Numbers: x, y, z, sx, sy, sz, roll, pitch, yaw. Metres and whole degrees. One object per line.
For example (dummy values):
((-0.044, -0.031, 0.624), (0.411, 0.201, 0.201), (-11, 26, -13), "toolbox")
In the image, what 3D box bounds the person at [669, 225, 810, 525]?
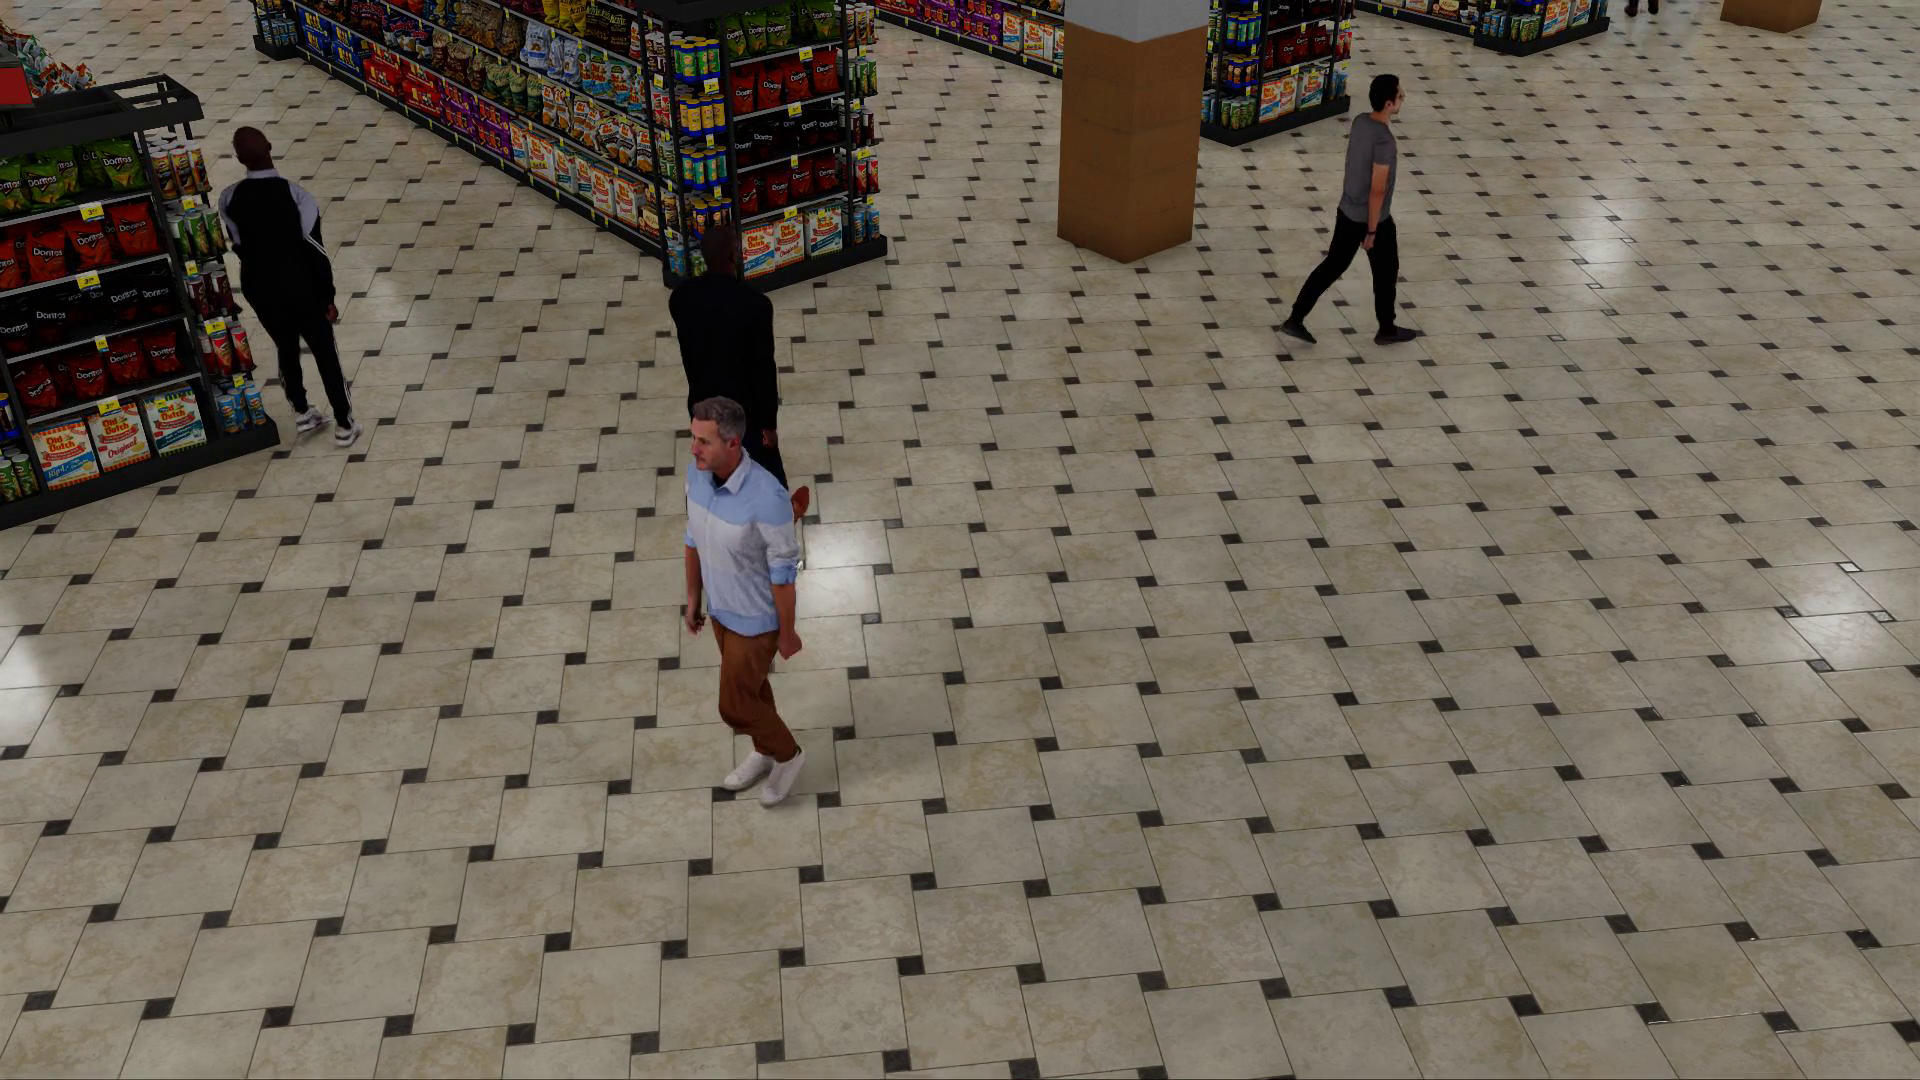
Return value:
((-1.132, -0.561, 7.835), (1.173, 1.780, 1.120), (12, 34, 18), "person")

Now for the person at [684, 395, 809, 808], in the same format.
((-0.785, 0.222, 6.545), (0.738, 1.815, 0.561), (-25, 40, -34), "person")

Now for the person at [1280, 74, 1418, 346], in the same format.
((2.382, -1.965, 10.137), (0.953, 1.732, 1.146), (-10, 33, -16), "person")

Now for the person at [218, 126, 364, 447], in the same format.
((-3.705, -1.327, 9.045), (0.846, 1.803, 0.906), (1, 32, 2), "person")
